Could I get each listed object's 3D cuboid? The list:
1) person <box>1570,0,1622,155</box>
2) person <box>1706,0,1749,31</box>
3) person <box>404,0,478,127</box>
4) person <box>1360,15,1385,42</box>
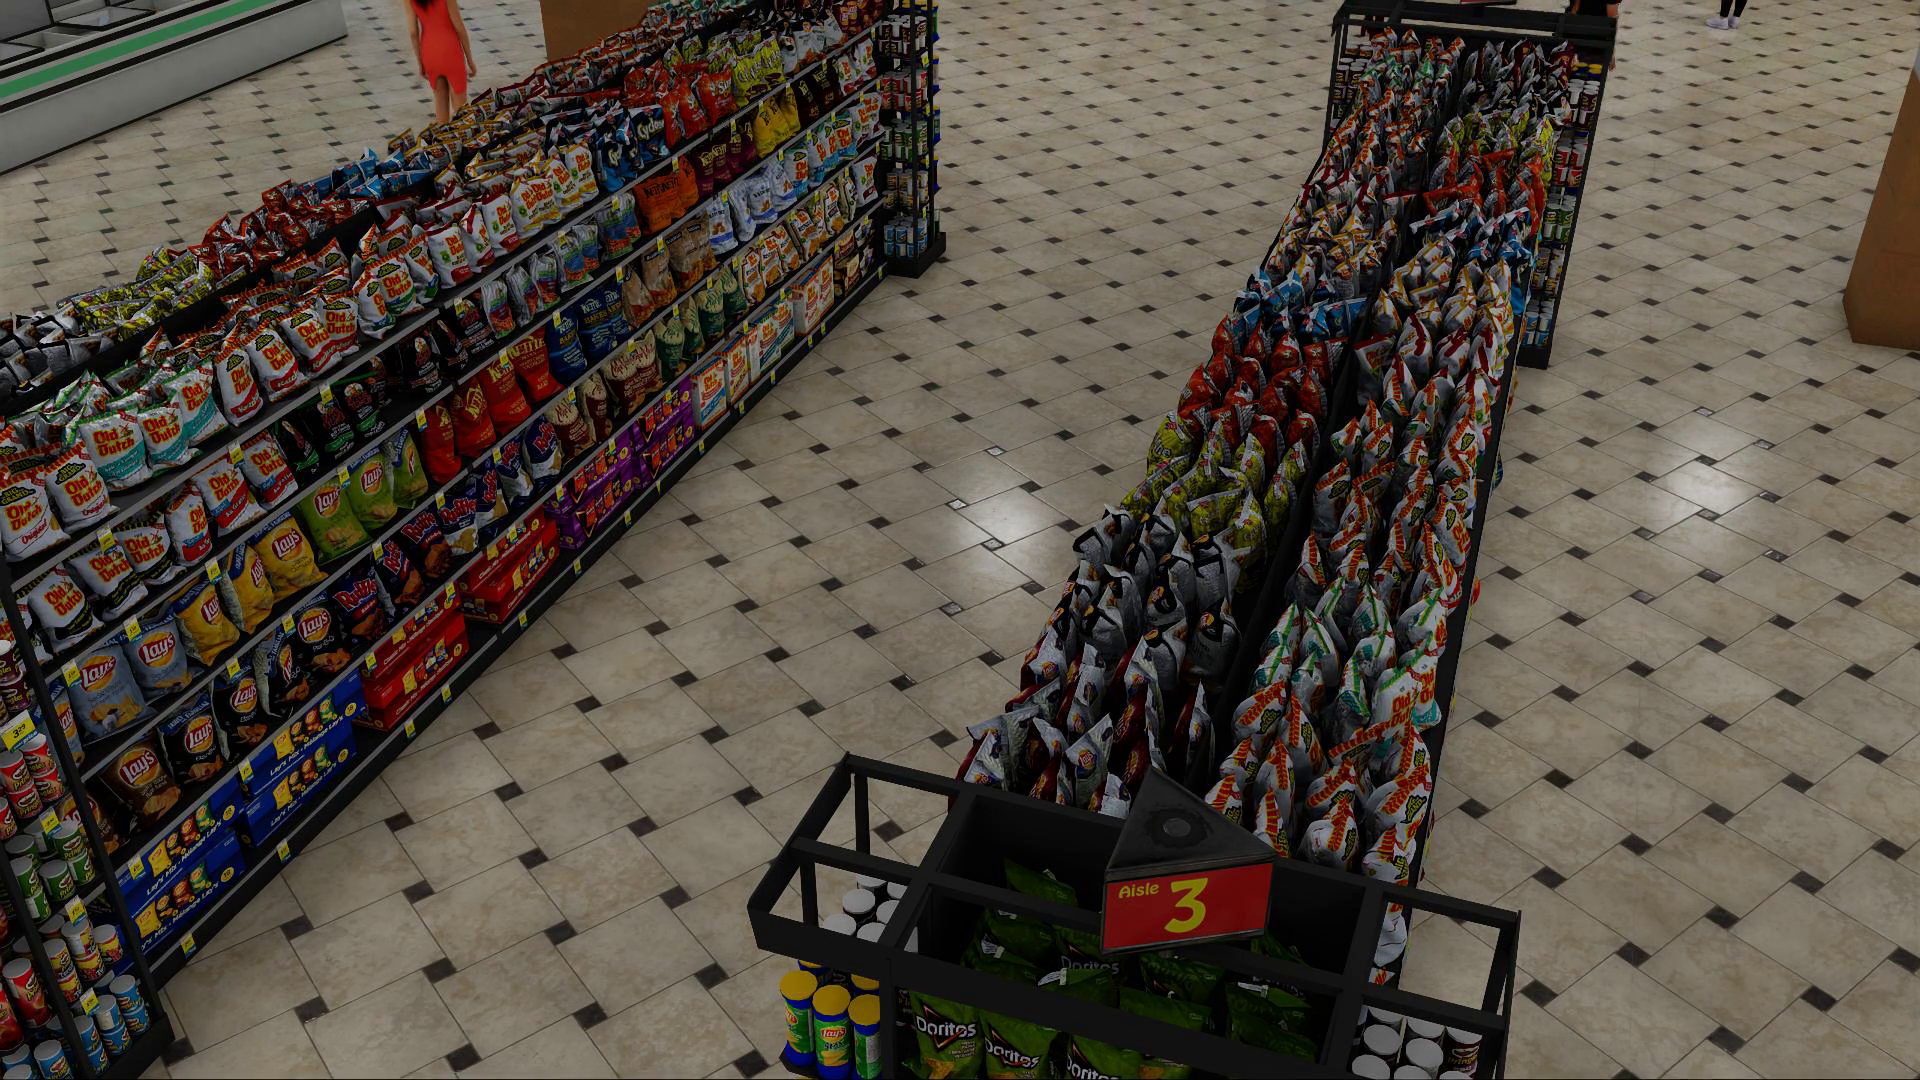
[{"bbox_3d":[4.909,-3.934,13.131,0.851,1.818,0.783,-5,32,-7],"label":"person"},{"bbox_3d":[7.767,-5.913,16.482,0.711,1.638,0.746,-6,32,-10],"label":"person"},{"bbox_3d":[-4.002,-3.710,12.861,0.688,1.723,0.800,3,32,5],"label":"person"},{"bbox_3d":[4.128,-5.731,16.121,0.714,1.710,0.598,-5,32,-7],"label":"person"}]
